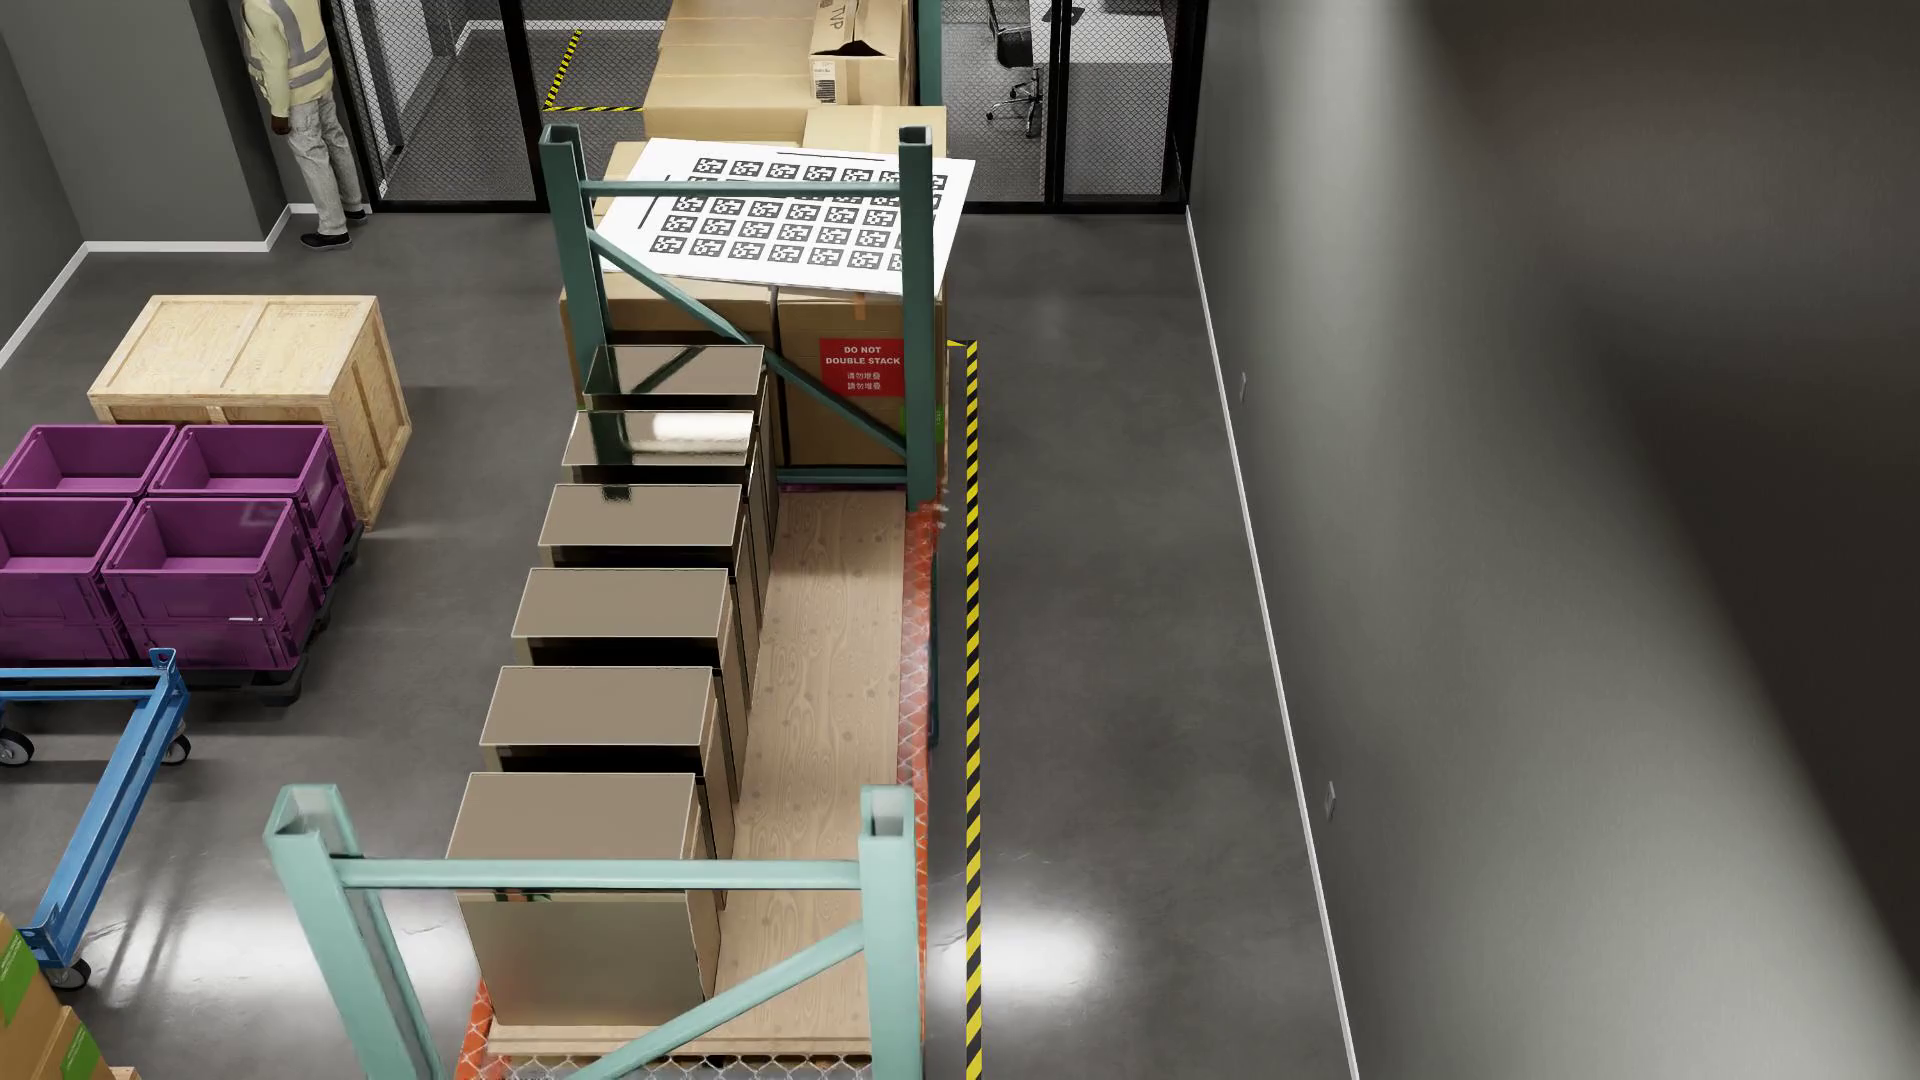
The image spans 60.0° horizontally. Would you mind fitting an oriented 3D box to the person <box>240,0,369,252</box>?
[{"bbox_3d":[-3.477,-2.394,8.702,0.404,1.831,0.600,5,41,5],"label":"person"}]
